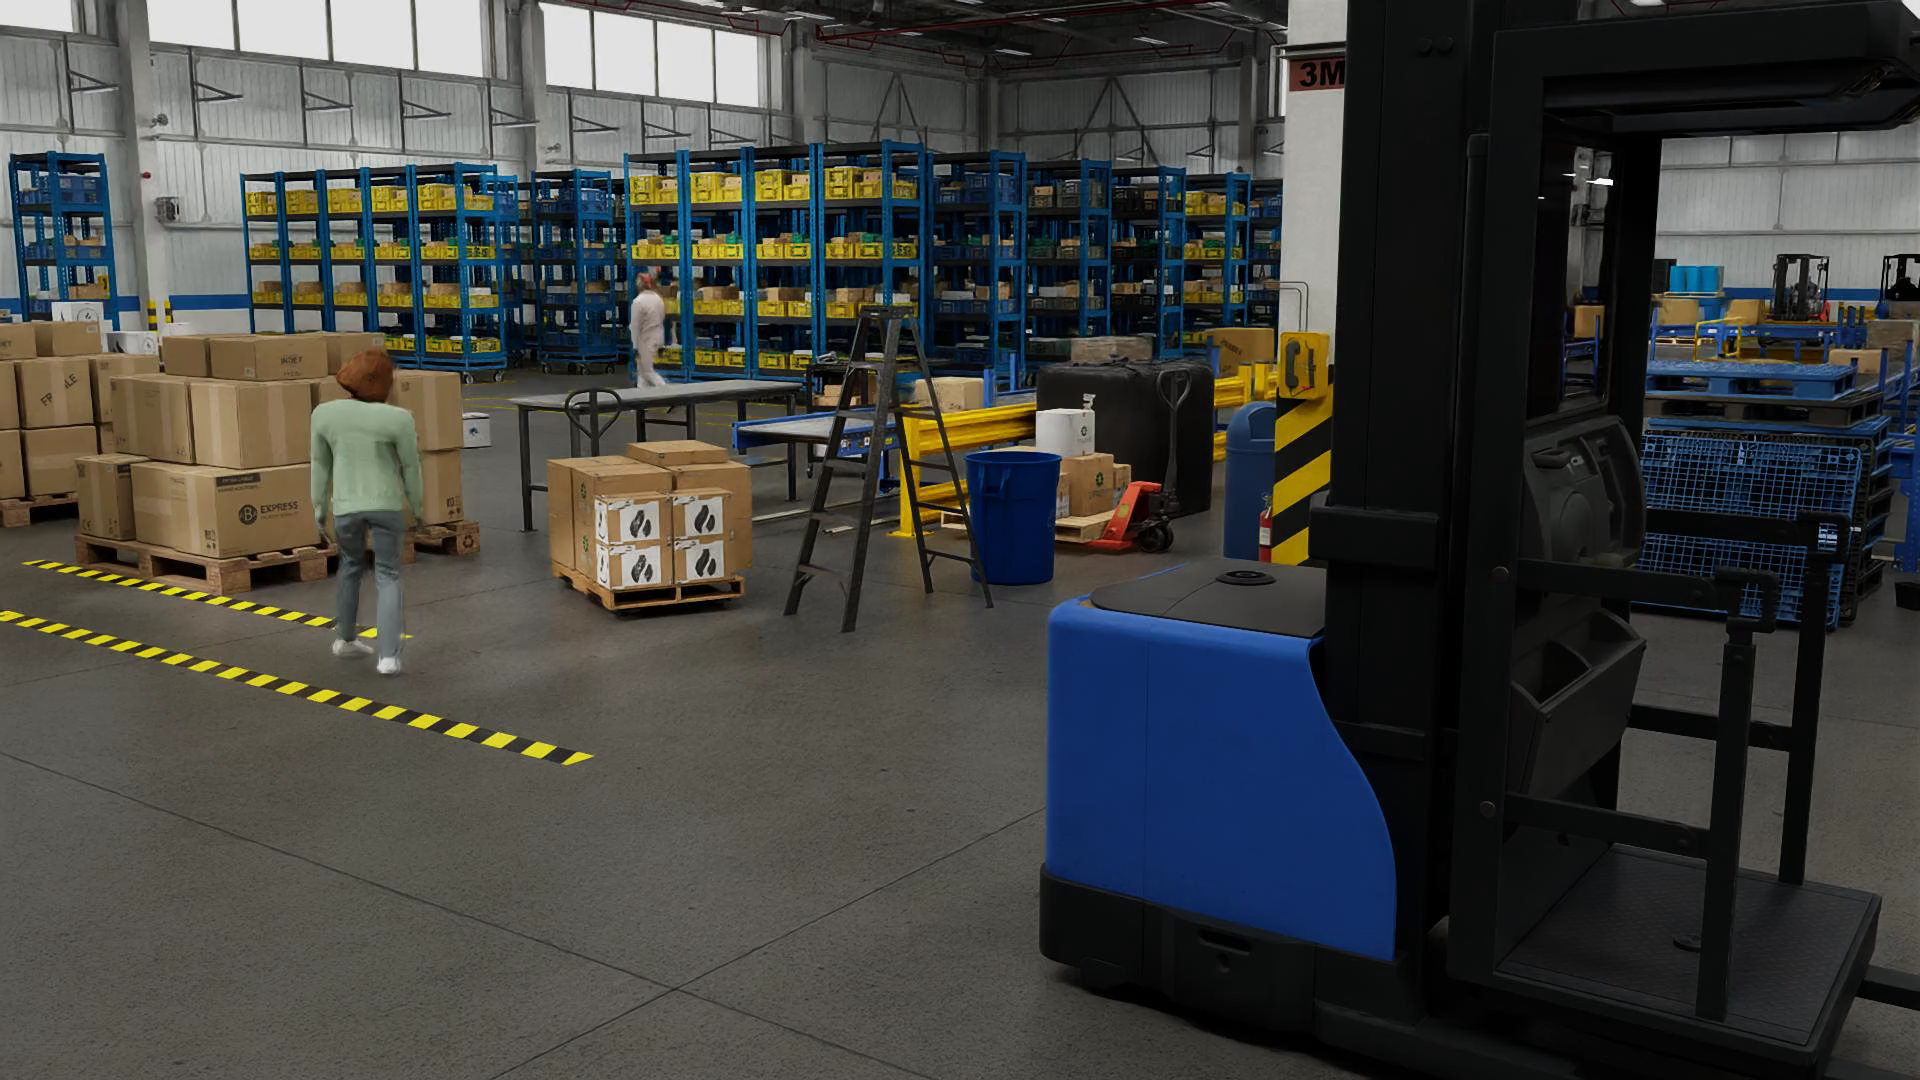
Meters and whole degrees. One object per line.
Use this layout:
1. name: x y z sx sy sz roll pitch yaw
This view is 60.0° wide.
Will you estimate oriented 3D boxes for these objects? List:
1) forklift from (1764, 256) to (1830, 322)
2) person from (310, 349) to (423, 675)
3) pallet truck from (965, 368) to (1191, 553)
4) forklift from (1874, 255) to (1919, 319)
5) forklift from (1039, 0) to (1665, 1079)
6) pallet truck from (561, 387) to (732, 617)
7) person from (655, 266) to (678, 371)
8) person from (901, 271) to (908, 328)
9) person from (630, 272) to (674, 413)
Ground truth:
1. forklift: 20.253 -5.854 40.139 1.157 1.987 2.680 7 12 35
2. person: -2.914 -0.140 8.201 0.553 1.590 0.602 0 10 -2
3. pallet truck: 0.845 -0.609 11.869 1.630 1.274 0.653 7 12 35
4. forklift: 22.089 -5.634 38.796 1.157 1.987 2.680 6 11 33
5. forklift: 1.249 -0.137 4.360 1.873 2.768 1.129 7 12 35
6. pallet truck: -1.981 -0.274 10.088 0.680 1.201 1.601 -5 11 -28
7. person: -5.389 -4.096 30.568 0.395 1.994 0.612 -5 11 -28
8. person: -1.268 -4.562 33.855 0.575 1.826 0.479 8 12 40
9. person: -4.122 -2.619 22.133 0.857 1.881 0.651 3 10 20
